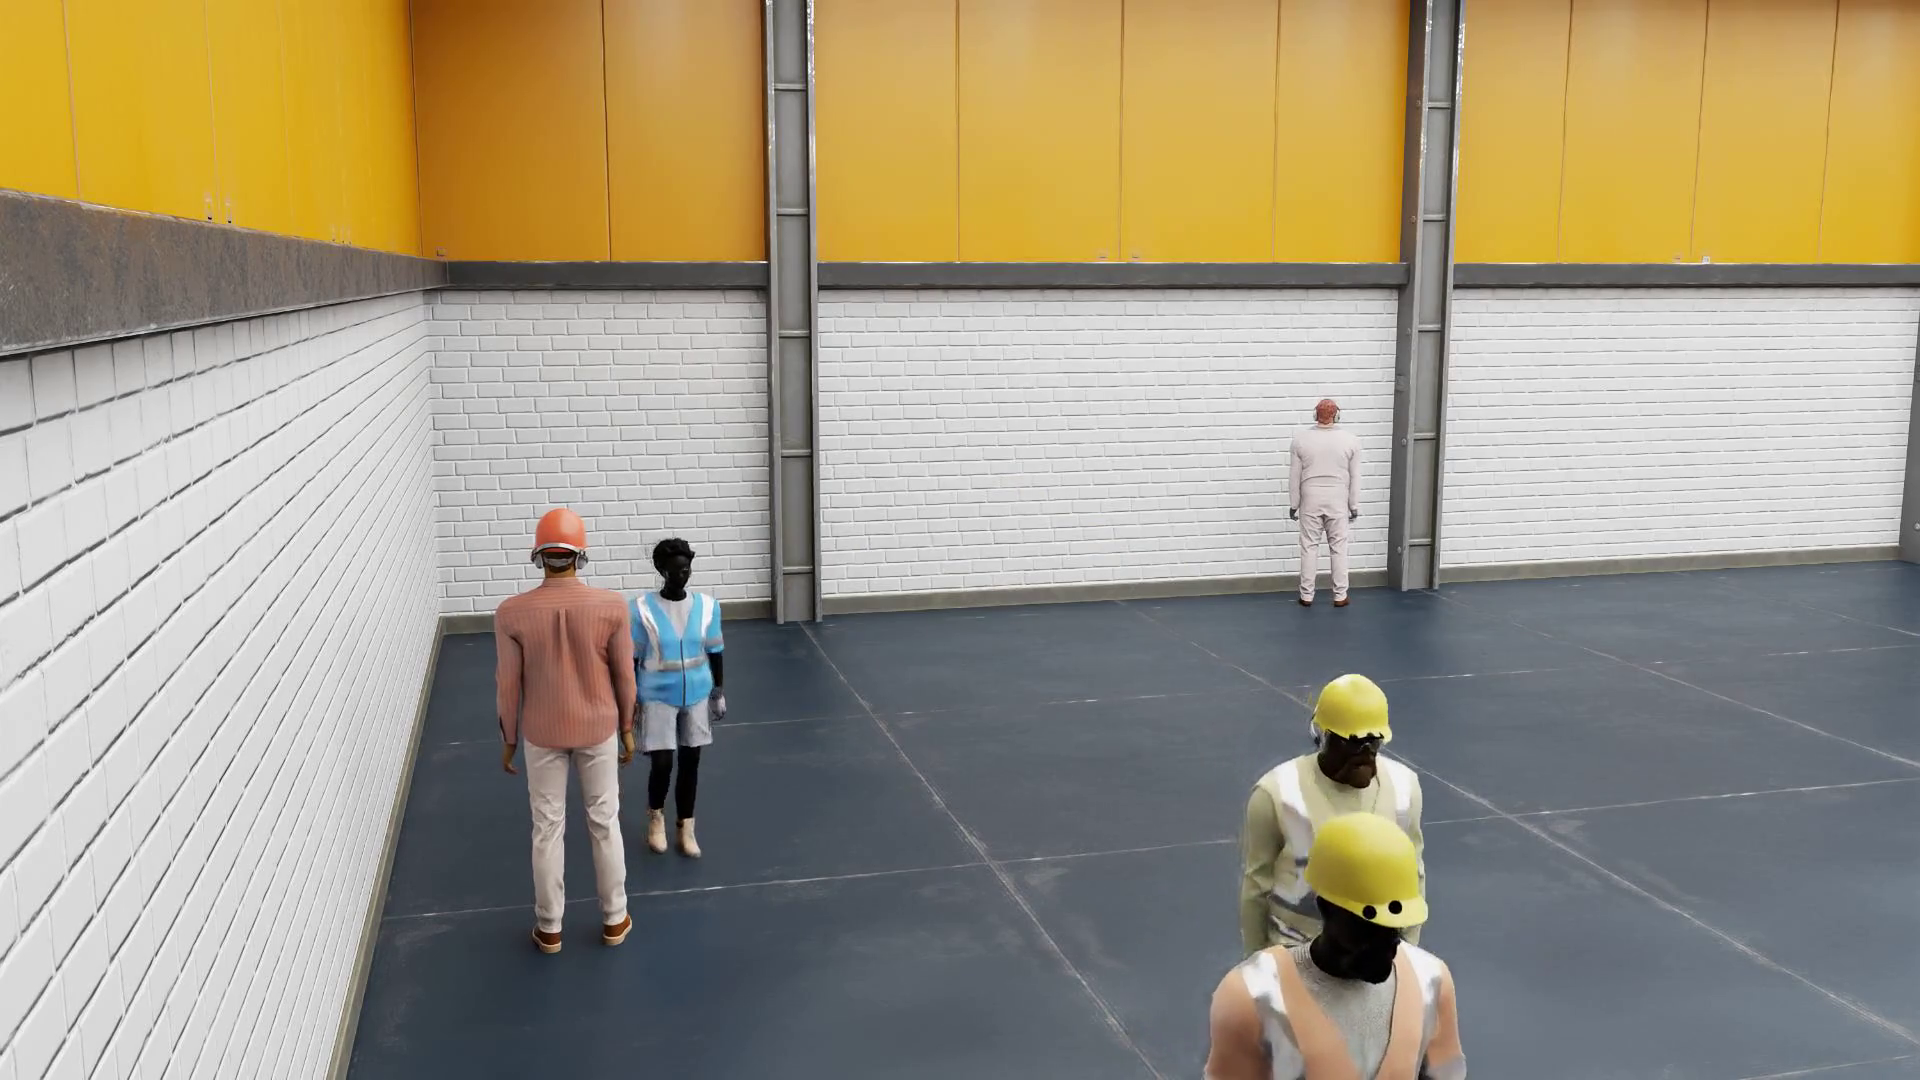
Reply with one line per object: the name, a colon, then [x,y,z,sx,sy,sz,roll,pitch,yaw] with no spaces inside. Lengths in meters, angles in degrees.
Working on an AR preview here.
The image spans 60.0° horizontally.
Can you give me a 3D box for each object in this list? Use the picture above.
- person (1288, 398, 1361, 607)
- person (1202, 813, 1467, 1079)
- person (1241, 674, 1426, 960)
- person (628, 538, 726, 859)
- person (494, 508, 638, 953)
person: [3.312,-0.337,15.142,0.642,1.909,0.399,2,9,13]
person: [0.878,1.520,3.600,0.620,1.880,0.940,-4,10,-23]
person: [1.195,1.273,5.464,0.602,1.797,0.815,-2,9,-13]
person: [-1.460,0.821,8.579,0.551,1.681,0.366,-5,10,-30]
person: [-1.751,0.851,7.451,0.609,1.996,0.378,-2,9,-13]
